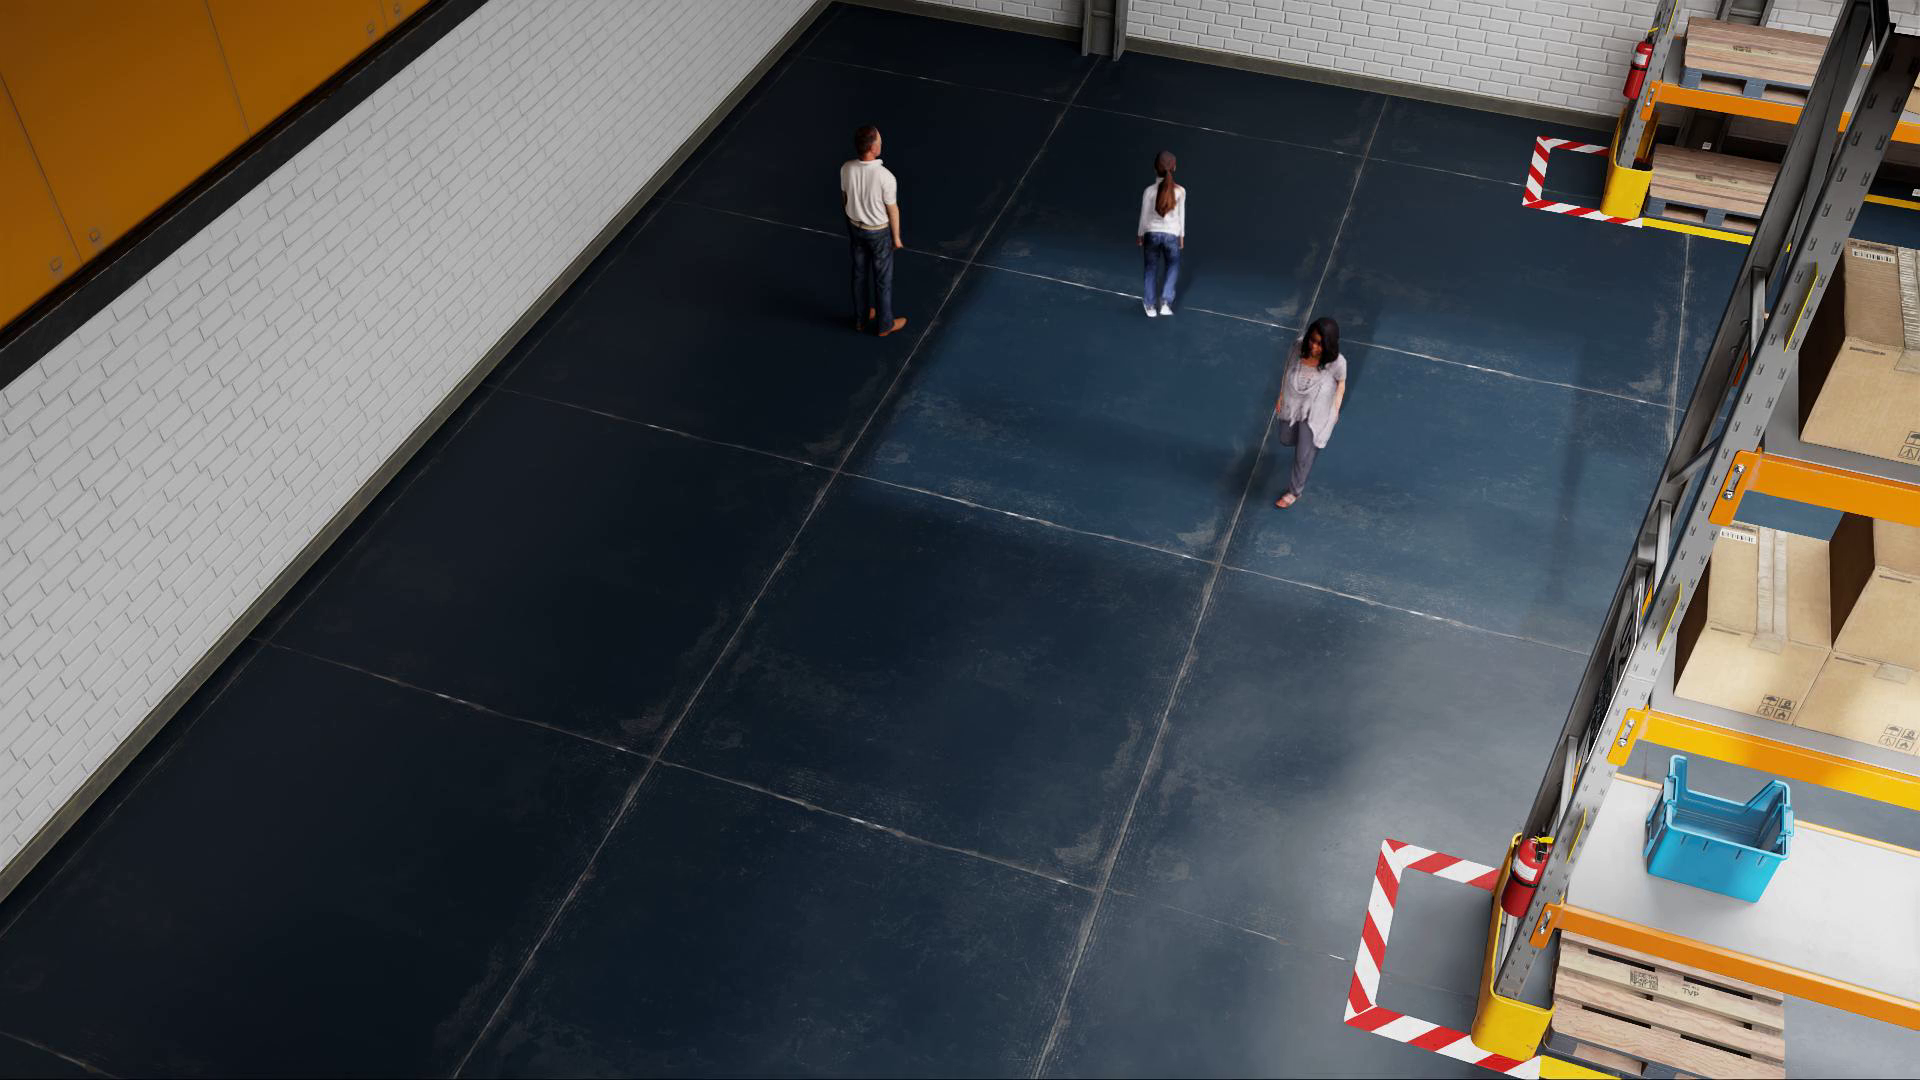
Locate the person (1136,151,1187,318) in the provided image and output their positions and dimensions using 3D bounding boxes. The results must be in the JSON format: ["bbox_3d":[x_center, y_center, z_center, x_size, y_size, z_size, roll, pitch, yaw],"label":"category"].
[{"bbox_3d":[1.658,-2.452,13.662,0.692,1.550,0.714,1,44,1],"label":"person"}]

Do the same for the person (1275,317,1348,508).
[{"bbox_3d":[2.571,-1.007,12.116,0.935,1.591,0.903,33,52,30],"label":"person"}]

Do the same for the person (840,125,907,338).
[{"bbox_3d":[-0.738,-2.488,13.482,0.583,1.850,0.765,23,48,23],"label":"person"}]
